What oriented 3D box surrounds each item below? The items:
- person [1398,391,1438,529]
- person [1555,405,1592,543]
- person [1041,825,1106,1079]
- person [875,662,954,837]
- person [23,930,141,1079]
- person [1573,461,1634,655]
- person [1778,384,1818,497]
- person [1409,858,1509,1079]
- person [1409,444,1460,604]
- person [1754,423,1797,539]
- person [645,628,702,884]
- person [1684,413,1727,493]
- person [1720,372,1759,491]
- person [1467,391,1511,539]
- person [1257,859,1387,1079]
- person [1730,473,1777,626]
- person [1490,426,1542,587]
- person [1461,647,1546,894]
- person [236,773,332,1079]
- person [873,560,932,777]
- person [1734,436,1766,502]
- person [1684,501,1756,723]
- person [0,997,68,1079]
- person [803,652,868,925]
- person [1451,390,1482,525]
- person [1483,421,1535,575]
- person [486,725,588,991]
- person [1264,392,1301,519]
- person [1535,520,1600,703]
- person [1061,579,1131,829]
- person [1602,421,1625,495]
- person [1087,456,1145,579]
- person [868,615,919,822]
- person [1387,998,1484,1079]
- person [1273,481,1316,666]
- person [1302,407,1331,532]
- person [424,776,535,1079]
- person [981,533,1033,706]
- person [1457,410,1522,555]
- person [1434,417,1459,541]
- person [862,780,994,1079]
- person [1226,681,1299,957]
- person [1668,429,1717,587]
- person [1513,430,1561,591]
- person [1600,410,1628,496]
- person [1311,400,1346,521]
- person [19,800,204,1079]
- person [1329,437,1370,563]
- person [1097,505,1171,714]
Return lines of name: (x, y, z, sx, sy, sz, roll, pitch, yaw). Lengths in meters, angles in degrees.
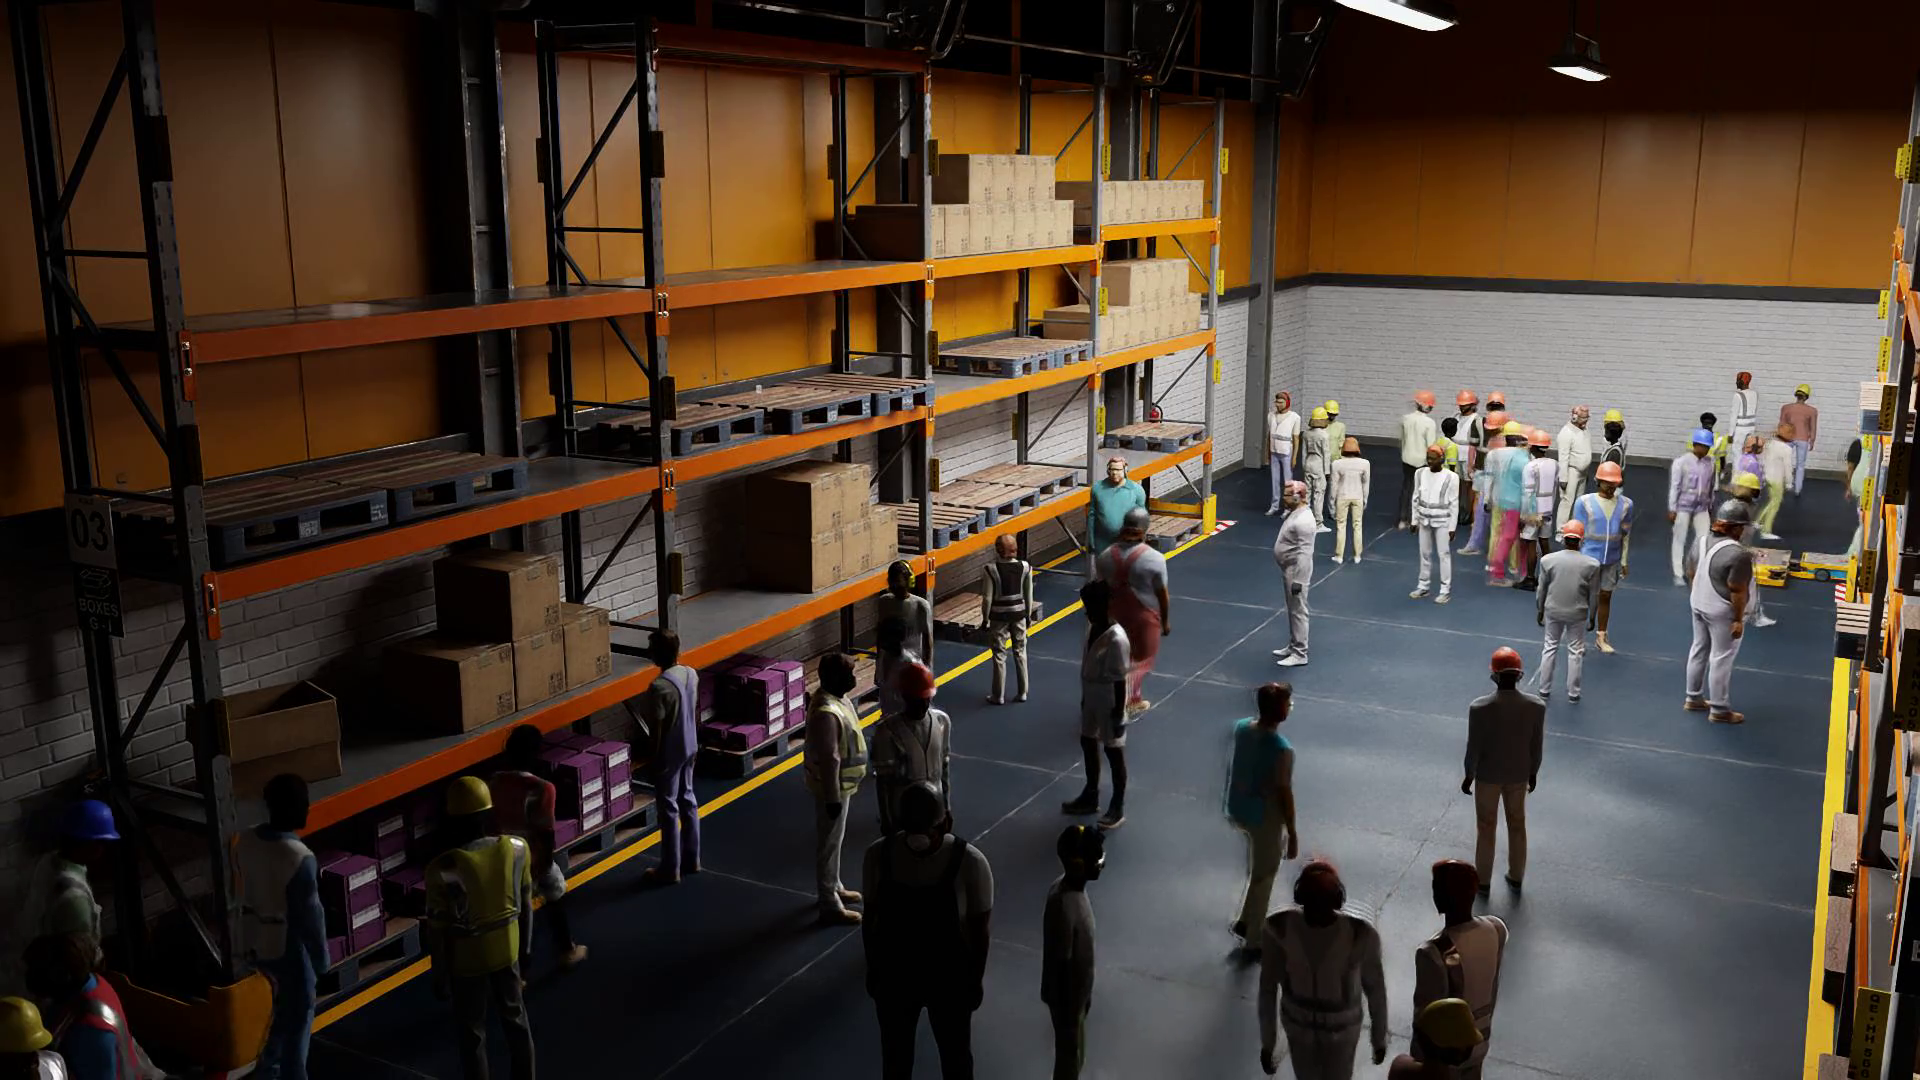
person: (6.403, -1.116, 23.301, 0.692, 1.955, 0.687, -9, 16, -36)
person: (8.273, -0.880, 22.391, 0.656, 1.894, 0.401, -11, 17, -42)
person: (0.565, 2.293, 8.252, 0.317, 1.861, 0.506, 2, 13, 10)
person: (-0.276, 1.714, 10.666, 0.545, 1.938, 0.361, -8, 15, -33)
person: (-3.764, 2.545, 7.203, 0.432, 1.836, 0.631, -8, 15, -32)
person: (6.647, 0.188, 17.253, 0.607, 2.048, 0.364, 0, 13, 0)
person: (12.890, -1.530, 25.631, 0.532, 1.758, 0.341, 7, 15, 30)
person: (2.290, 2.381, 7.800, 0.575, 1.885, 0.355, -9, 16, -36)
person: (5.523, -0.196, 19.387, 0.368, 1.873, 0.593, -11, 17, -42)
person: (11.134, -0.796, 22.626, 0.347, 1.612, 0.523, 0, 13, -1)
person: (-2.035, 1.520, 11.771, 0.353, 1.837, 0.511, 6, 14, 26)
person: (10.335, -0.937, 23.156, 0.545, 1.653, 0.845, 8, 15, 31)
person: (12.280, -1.706, 26.130, 0.573, 1.877, 0.353, -8, 15, -31)
person: (7.236, -1.008, 22.660, 0.611, 2.030, 0.410, 4, 13, 16)
person: (1.725, 2.373, 7.988, 0.583, 1.827, 1.002, 5, 14, 23)
person: (8.655, 0.105, 18.416, 0.497, 1.695, 0.874, -5, 14, -22)
person: (6.822, -0.384, 20.005, 0.813, 1.948, 0.653, 3, 13, 11)
person: (3.766, 1.599, 11.606, 0.573, 1.746, 0.345, -2, 13, -8)
person: (-3.547, 2.149, 8.802, 0.626, 1.899, 0.457, 9, 16, 35)
person: (-0.479, 1.073, 13.700, 0.536, 1.866, 0.314, 6, 14, 27)
person: (10.139, -0.535, 21.434, 0.317, 1.631, 0.520, 3, 13, 12)
person: (7.004, 0.638, 15.253, 0.536, 2.000, 0.684, -3, 13, -12)
person: (-3.737, 2.673, 6.641, 0.403, 1.825, 0.594, 4, 13, 19)
person: (-0.832, 1.645, 11.195, 0.430, 1.845, 0.624, 0, 13, 0)
person: (7.149, -1.173, 23.622, 0.383, 1.929, 0.543, -8, 15, -32)
person: (6.823, -0.522, 20.726, 0.587, 1.920, 0.397, 3, 13, 13)
person: (-2.649, 1.946, 10.254, 0.534, 1.651, 0.839, 4, 13, 19)
person: (4.683, -1.236, 24.103, 0.388, 1.838, 0.563, -10, 16, -39)
person: (5.757, 0.670, 15.783, 0.569, 1.743, 0.349, 7, 14, 27)
person: (1.070, 1.240, 12.791, 0.444, 1.948, 0.631, -4, 13, -17)
person: (8.707, -0.741, 22.223, 0.320, 1.694, 0.535, 5, 14, 23)
person: (1.708, 0.014, 18.345, 0.636, 1.911, 0.406, 2, 13, 11)
person: (-0.485, 1.384, 12.710, 0.492, 1.673, 0.553, -11, 16, -39)
person: (1.914, 2.676, 6.748, 0.326, 1.767, 0.533, -5, 13, -20)
person: (3.391, 0.332, 16.930, 0.402, 1.904, 0.651, 1, 13, 6)
person: (4.973, -0.982, 23.175, 0.296, 1.744, 0.484, -9, 15, -34)
person: (-2.511, 2.163, 8.721, 0.402, 1.916, 0.582, 12, 17, 43)
person: (0.443, 0.746, 15.679, 0.523, 1.636, 0.311, -5, 13, -21)
person: (7.034, -0.725, 21.572, 0.900, 1.948, 0.610, -2, 13, -8)
person: (6.588, -0.829, 22.611, 0.319, 1.694, 0.535, -2, 13, -8)
person: (-0.191, 2.163, 8.426, 0.684, 2.000, 0.536, 3, 13, 13)
person: (1.949, 1.782, 10.586, 0.469, 1.832, 0.595, -5, 13, -20)
person: (8.829, -0.385, 20.092, 0.652, 1.932, 0.460, -1, 13, -5)
person: (6.891, -0.351, 19.912, 0.545, 1.939, 0.374, -6, 14, -26)
person: (8.993, -0.936, 22.996, 0.483, 1.738, 0.320, -8, 15, -32)
person: (5.264, -1.130, 23.808, 0.525, 1.760, 0.341, -2, 13, -9)
person: (-4.504, 2.227, 8.534, 1.013, 1.862, 0.656, -8, 15, -30)
person: (4.981, -0.506, 21.293, 0.498, 1.633, 0.286, 0, 13, 0)
person: (1.541, 0.678, 15.075, 0.676, 2.000, 0.836, 11, 17, 41)
